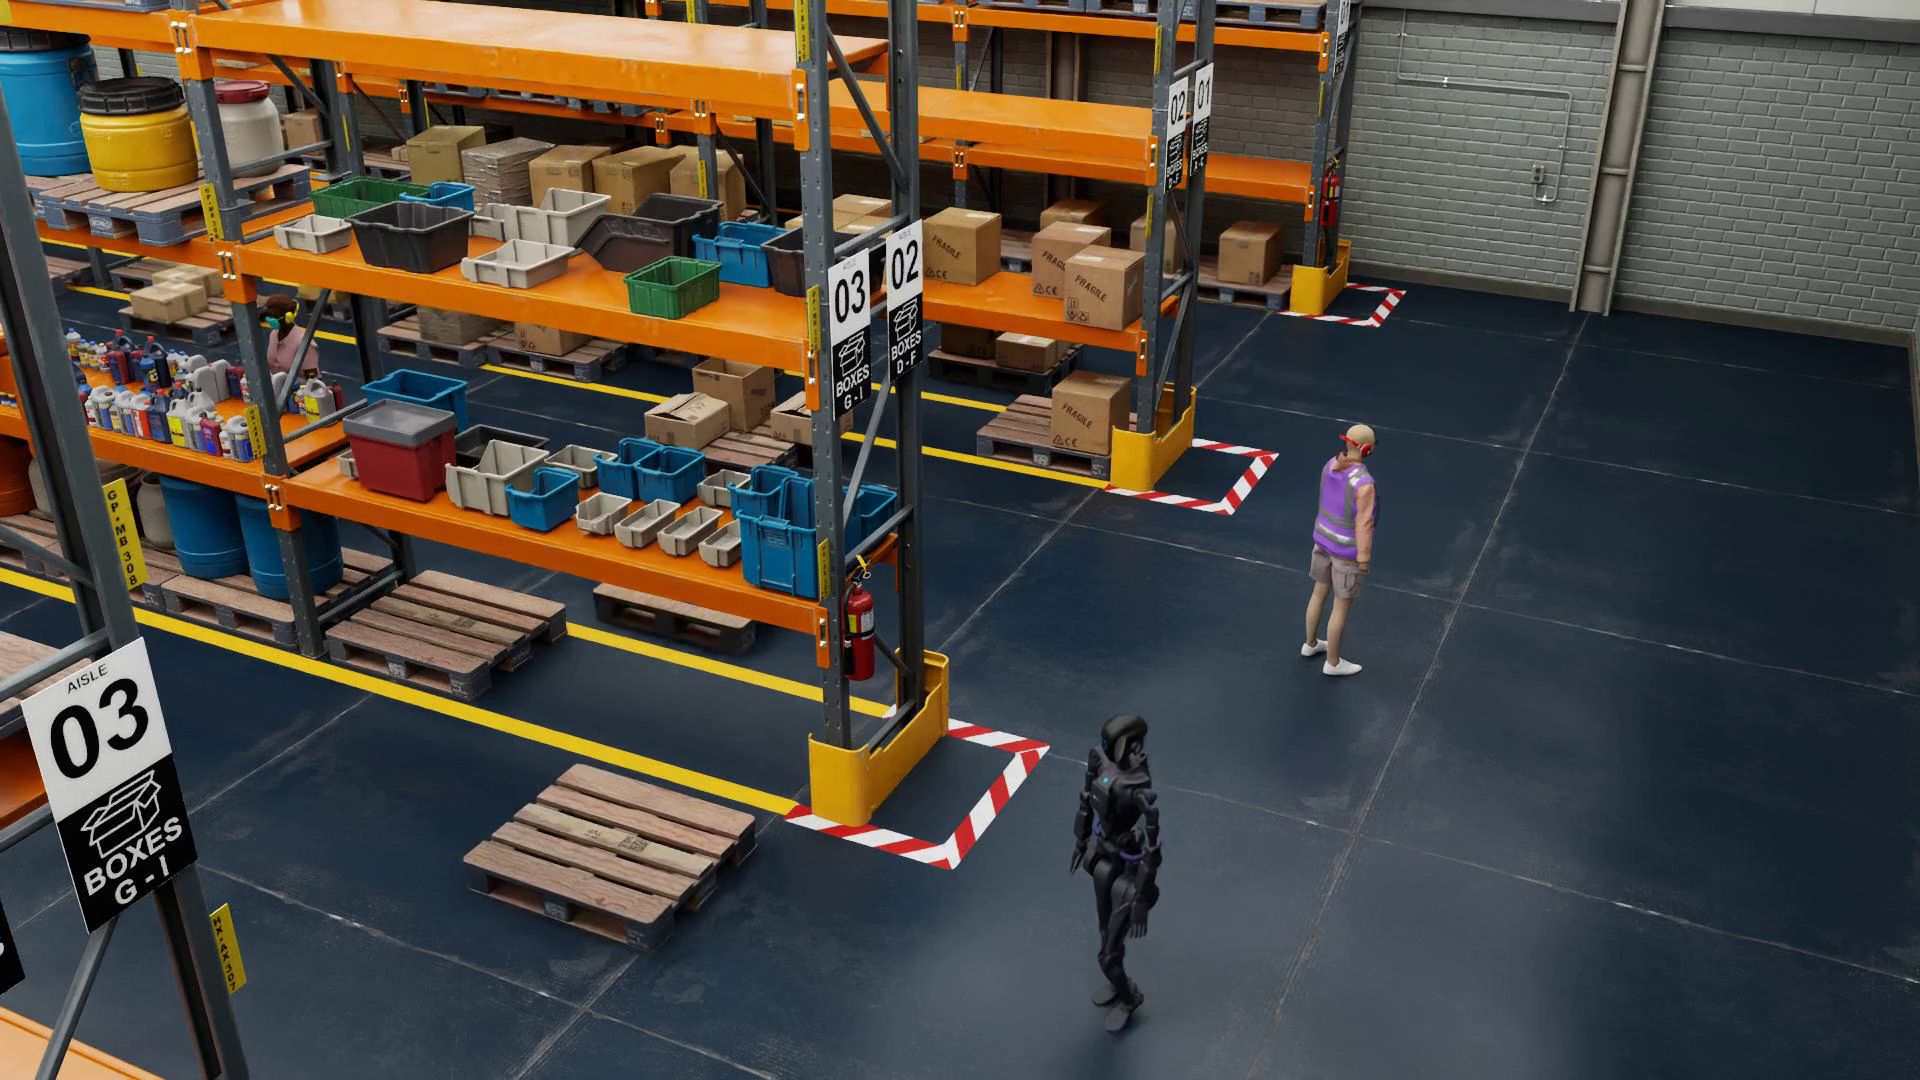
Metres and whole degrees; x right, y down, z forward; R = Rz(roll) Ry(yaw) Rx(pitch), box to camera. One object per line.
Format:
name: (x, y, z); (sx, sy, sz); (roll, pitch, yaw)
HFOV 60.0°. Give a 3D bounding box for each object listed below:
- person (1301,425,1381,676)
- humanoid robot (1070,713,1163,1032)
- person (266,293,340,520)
person: (2.433, 0.058, 10.588); (0.352, 1.688, 0.489); (-11, 28, -21)
humanoid robot: (0.728, 1.501, 7.675); (0.369, 1.643, 0.584); (-16, 30, -29)
person: (-5.000, -1.016, 12.647); (0.511, 1.795, 0.336); (16, 30, 29)
